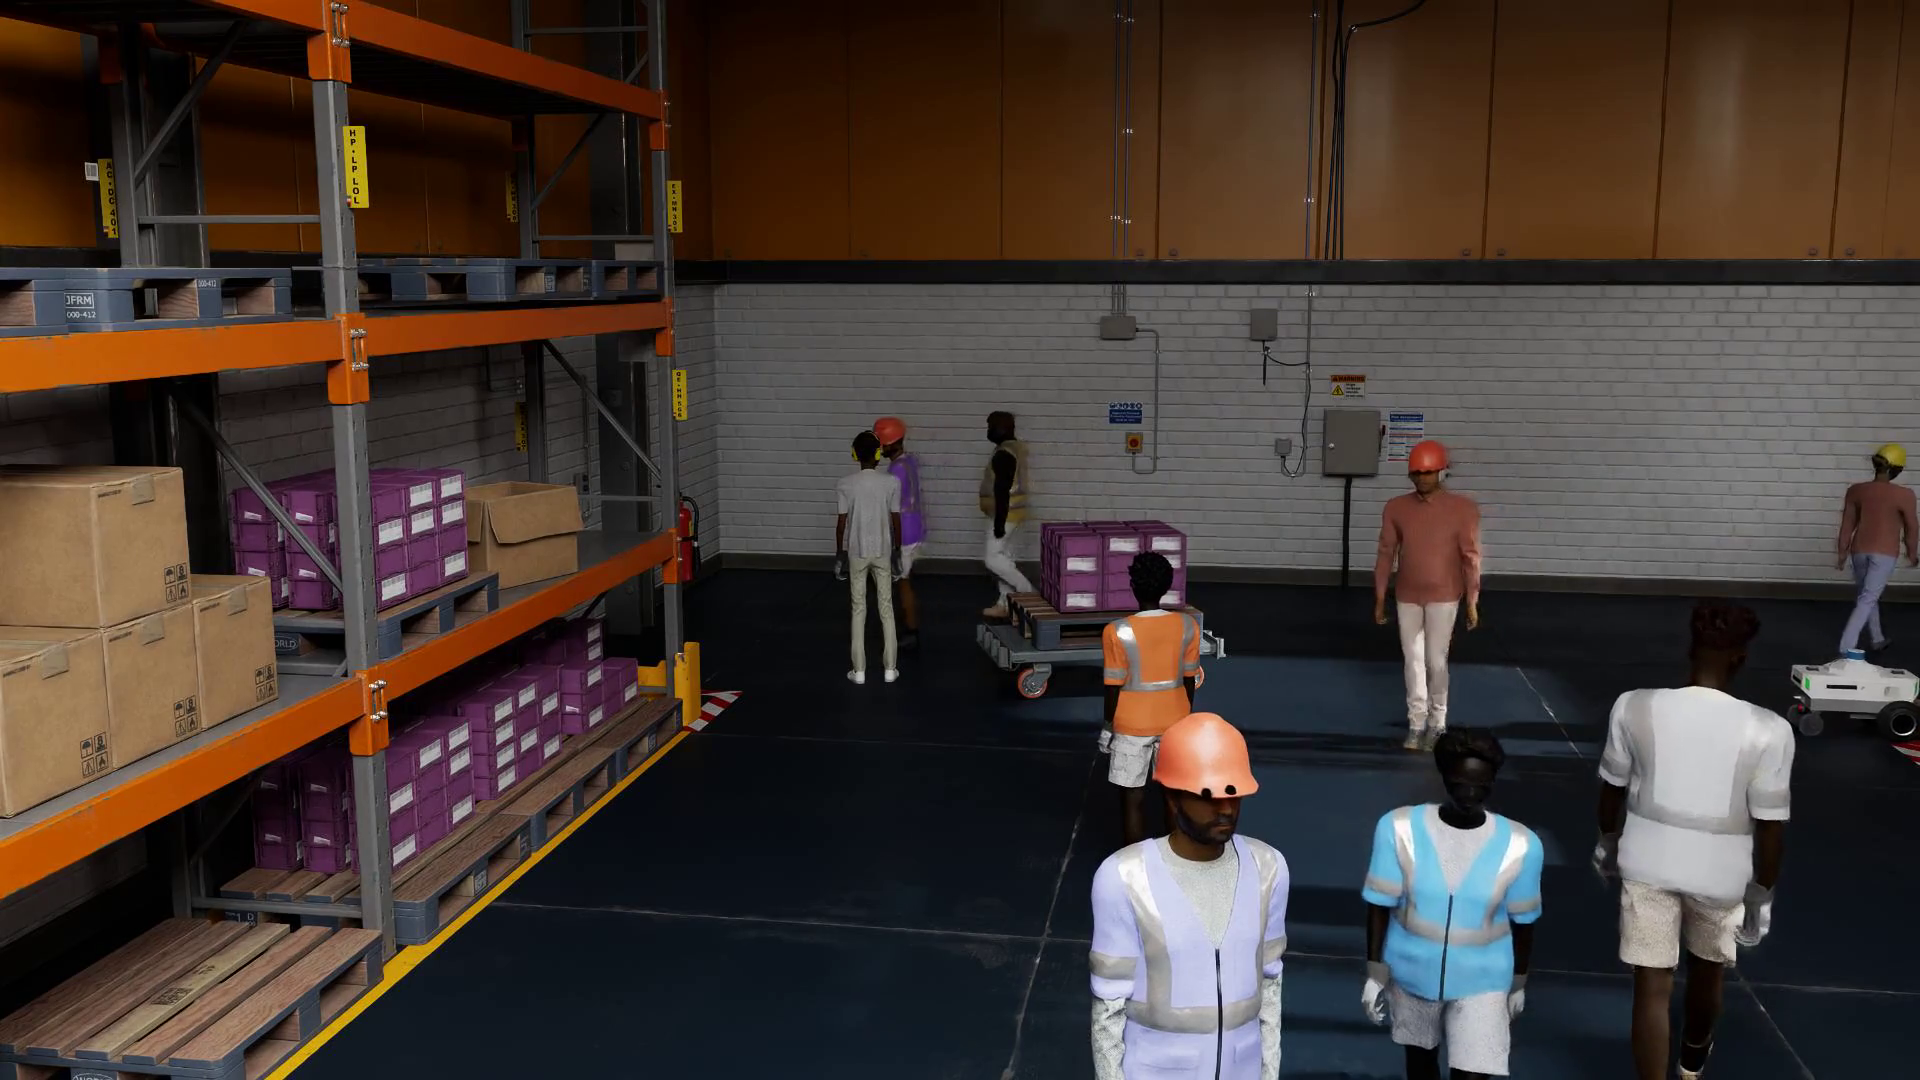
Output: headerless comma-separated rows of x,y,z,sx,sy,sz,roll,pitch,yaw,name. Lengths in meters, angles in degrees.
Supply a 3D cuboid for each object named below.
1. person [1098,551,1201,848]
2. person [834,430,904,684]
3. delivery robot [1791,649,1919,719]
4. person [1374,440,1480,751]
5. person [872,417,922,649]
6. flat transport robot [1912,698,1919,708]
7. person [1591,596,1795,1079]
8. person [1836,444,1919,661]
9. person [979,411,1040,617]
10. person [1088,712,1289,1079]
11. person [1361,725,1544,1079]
0.909,0.896,8.028,0.532,1.696,0.319,-4,10,-22,person
-0.673,0.131,12.236,0.513,1.865,0.329,-1,9,-8,person
5.844,0.956,10.879,0.707,0.478,0.477,2,9,11,delivery robot
2.907,0.362,10.445,0.655,1.977,0.474,6,11,34,person
-0.539,-0.038,13.200,0.526,1.892,0.591,-1,9,-4,person
6.917,1.164,10.761,1.431,0.197,0.652,5,11,29,flat transport robot
2.573,1.130,5.899,0.622,1.903,1.017,4,10,23,person
7.099,0.104,12.895,0.935,1.705,0.511,-5,11,-29,person
0.409,-0.211,14.451,0.484,1.827,0.642,1,9,9,person
0.598,1.385,4.258,0.545,1.942,0.353,-3,10,-19,person
1.545,1.366,5.259,0.532,1.652,0.886,4,10,21,person
